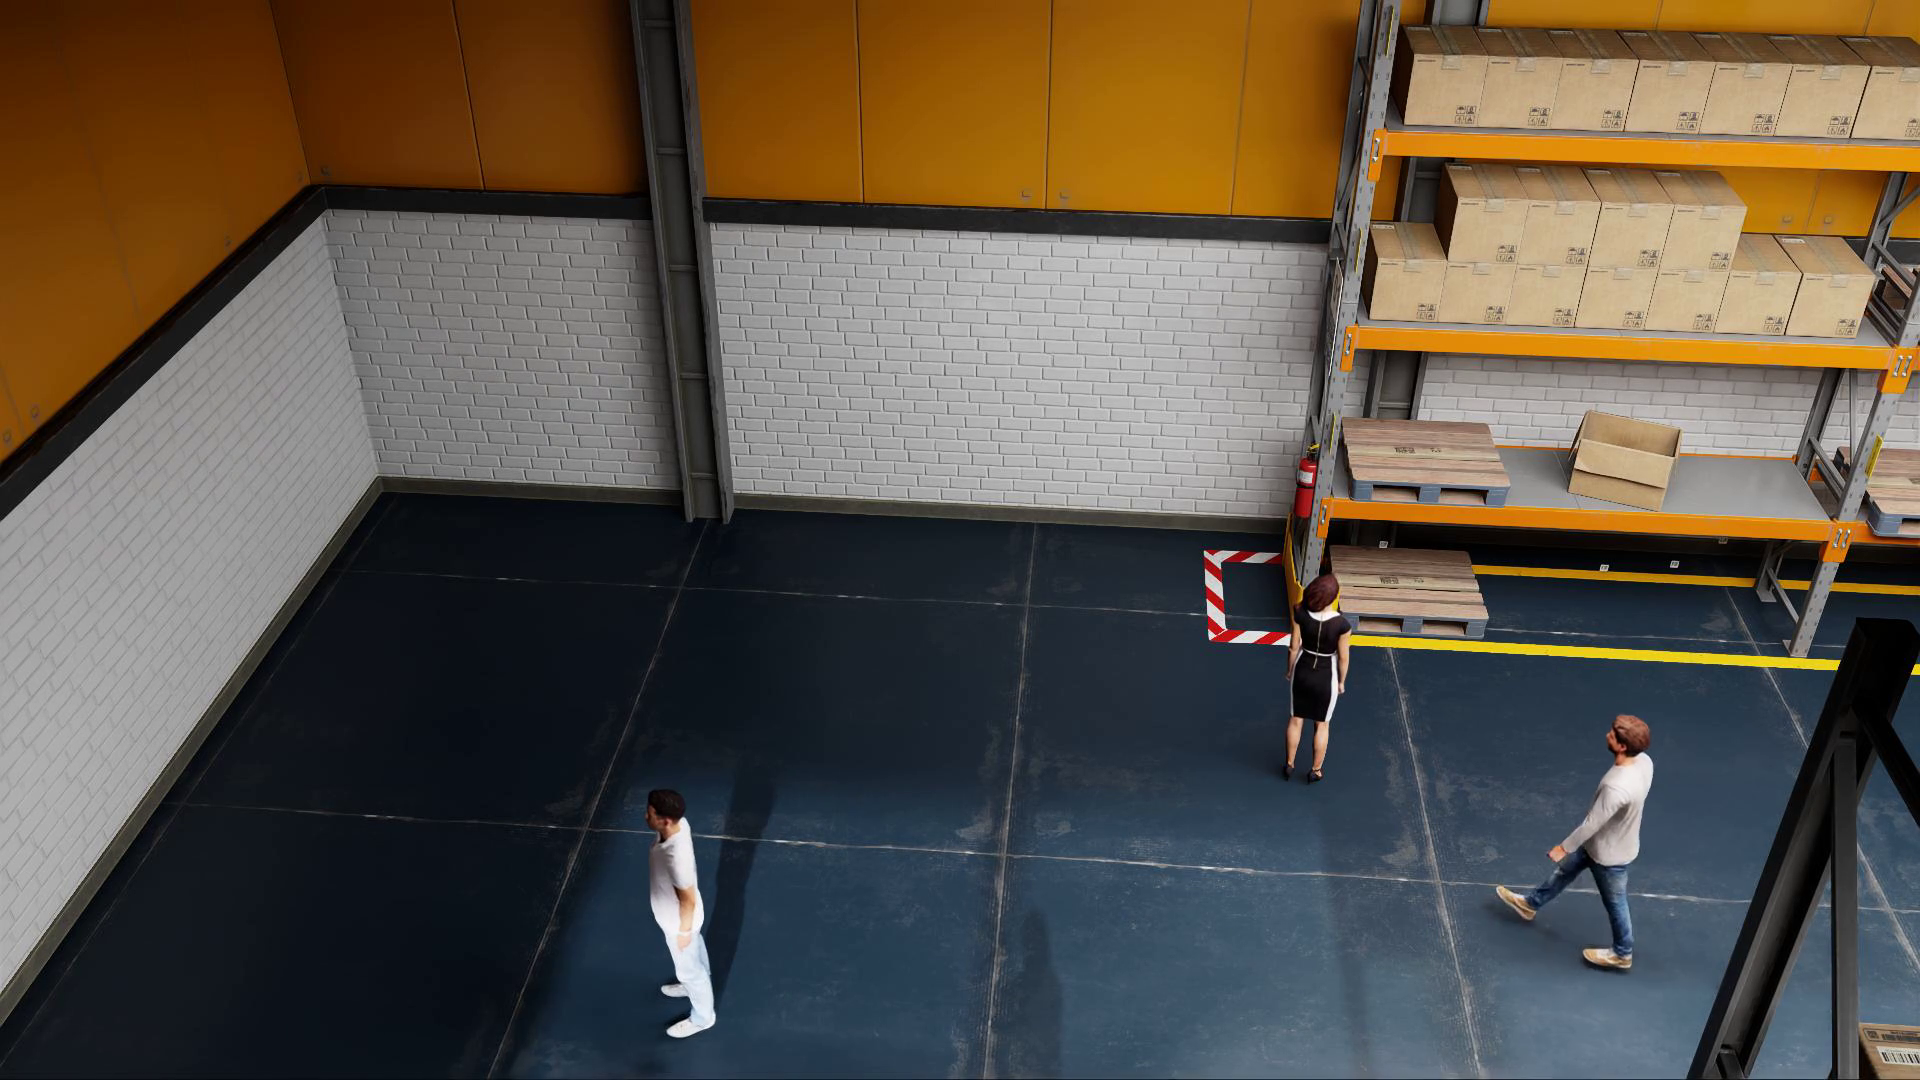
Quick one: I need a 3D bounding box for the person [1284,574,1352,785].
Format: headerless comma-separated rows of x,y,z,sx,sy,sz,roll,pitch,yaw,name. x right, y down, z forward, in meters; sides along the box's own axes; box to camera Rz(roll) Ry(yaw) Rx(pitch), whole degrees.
2.528,1.006,11.859,0.532,1.795,0.696,14,36,20,person

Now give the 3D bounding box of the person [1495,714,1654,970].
4.148,1.956,10.385,1.261,1.846,0.991,16,37,23,person

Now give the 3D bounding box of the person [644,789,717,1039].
-1.677,2.211,9.984,0.663,1.864,0.734,-7,34,-10,person
